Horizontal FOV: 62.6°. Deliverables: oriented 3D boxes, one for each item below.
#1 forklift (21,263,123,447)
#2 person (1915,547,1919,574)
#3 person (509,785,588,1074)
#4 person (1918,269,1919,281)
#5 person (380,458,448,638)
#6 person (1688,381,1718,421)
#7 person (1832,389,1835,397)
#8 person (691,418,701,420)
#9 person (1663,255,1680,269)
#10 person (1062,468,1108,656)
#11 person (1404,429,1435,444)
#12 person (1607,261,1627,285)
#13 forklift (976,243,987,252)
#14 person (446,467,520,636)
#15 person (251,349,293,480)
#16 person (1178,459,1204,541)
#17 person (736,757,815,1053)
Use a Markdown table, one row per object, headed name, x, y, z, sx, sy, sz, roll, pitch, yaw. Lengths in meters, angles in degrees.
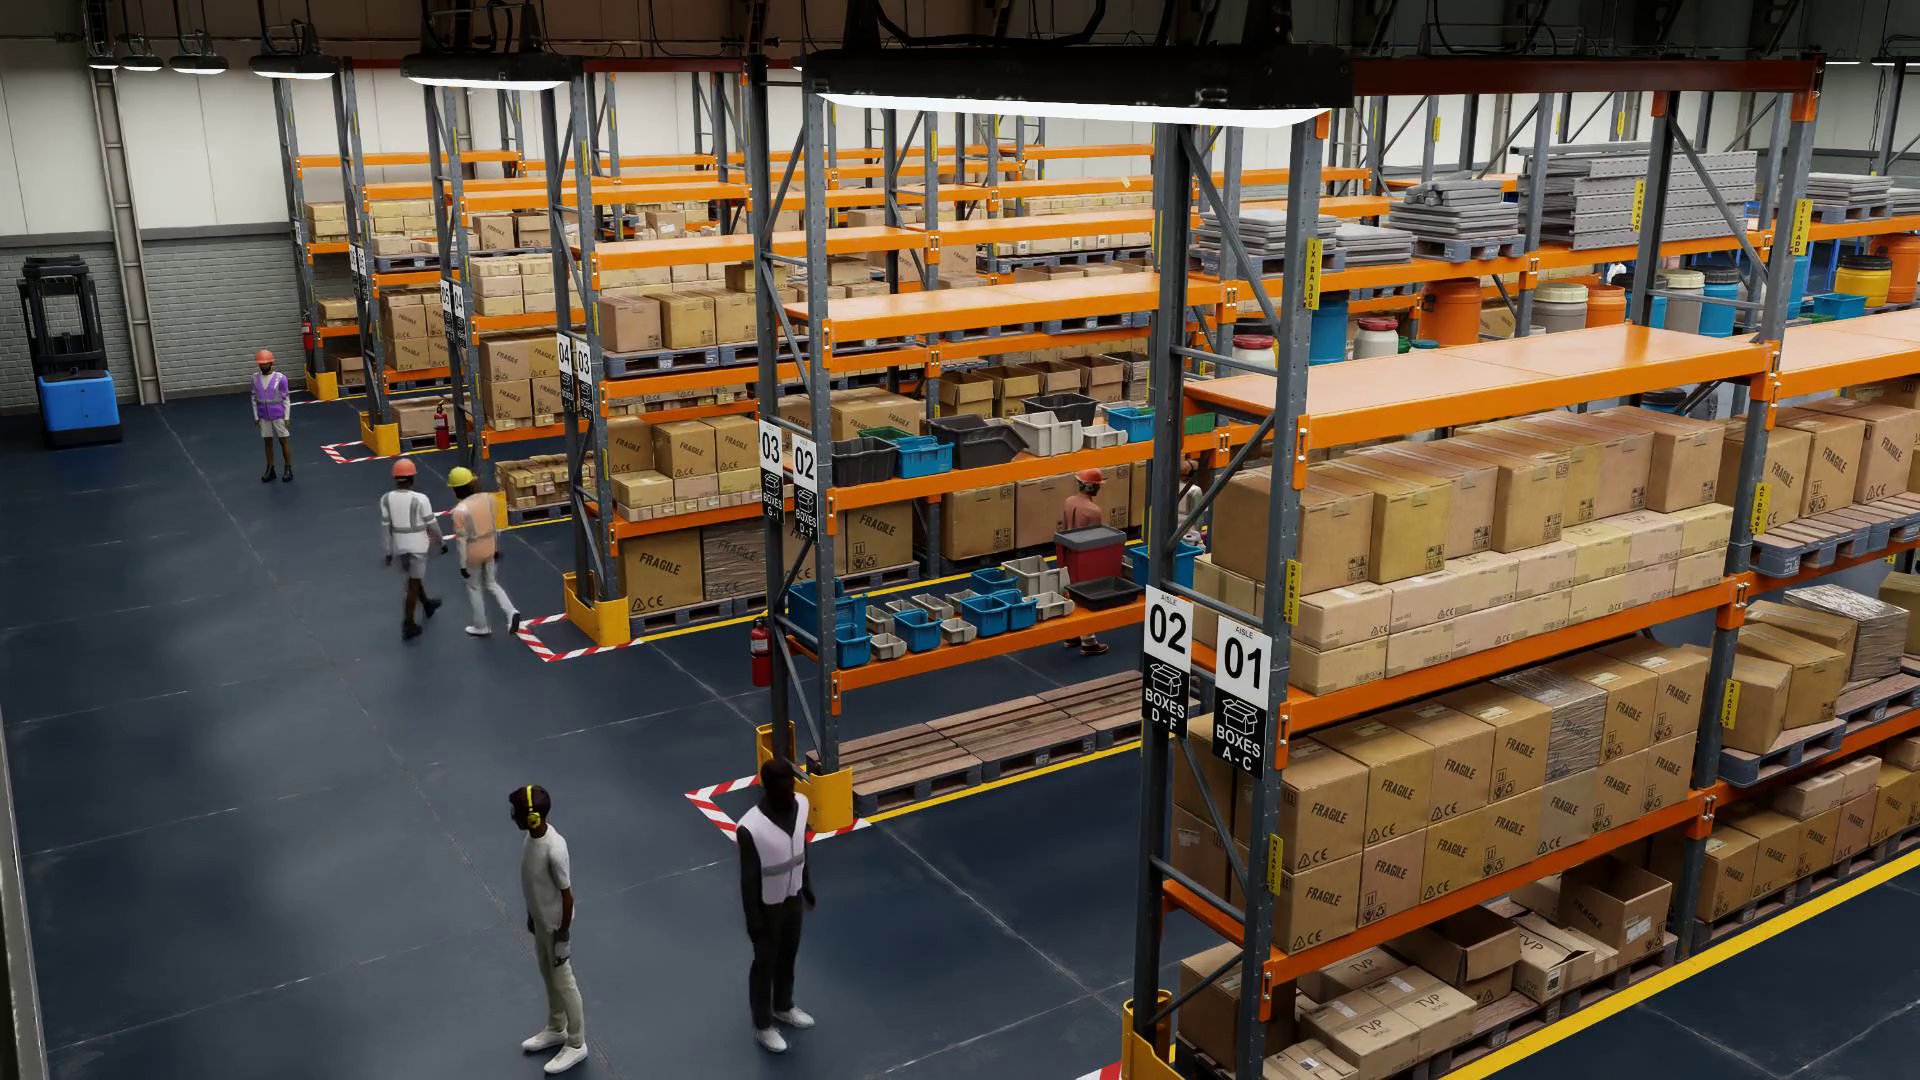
| name | x | y | z | sx | sy | sz | roll | pitch | yaw |
| --- | --- | --- | --- | --- | --- | --- | --- | --- | --- |
| forklift | -14.518 | -3.079 | 25.708 | 1.129 | 2.768 | 1.873 | -10 | 20 | -31 |
| person | 10.153 | 0.234 | 16.268 | 0.377 | 1.995 | 0.612 | -11 | 20 | -32 |
| person | -2.509 | 2.340 | 9.588 | 0.327 | 1.863 | 0.514 | -12 | 21 | -34 |
| person | 22.413 | -6.068 | 36.850 | 0.375 | 2.043 | 0.610 | 3 | 17 | 10 |
| person | -5.879 | 0.039 | 17.079 | 0.560 | 1.884 | 0.952 | 5 | 18 | 15 |
| person | 10.934 | -1.731 | 23.319 | 0.277 | 1.631 | 0.507 | -4 | 17 | -13 |
| person | 12.626 | -1.581 | 22.414 | 1.009 | 1.880 | 0.563 | -3 | 17 | -11 |
| person | -4.356 | -2.750 | 26.252 | 0.318 | 1.876 | 0.531 | -7 | 18 | -21 |
| person | 18.007 | -6.855 | 39.662 | 0.649 | 1.906 | 0.401 | 10 | 20 | 29 |
| person | 1.305 | 0.198 | 16.402 | 0.391 | 1.986 | 0.609 | -10 | 20 | -30 |
| person | 6.018 | -0.984 | 20.410 | 1.021 | 1.913 | 0.627 | -11 | 20 | -32 |
| person | 14.659 | -5.544 | 35.396 | 0.356 | 1.887 | 0.572 | -2 | 17 | -8 |
| forklift | 0.988 | -5.474 | 34.718 | 1.214 | 2.155 | 2.313 | -10 | 20 | -31 |
| person | -5.059 | 0.144 | 16.719 | 0.650 | 1.900 | 0.620 | 9 | 19 | 28 |
| person | -10.088 | -1.831 | 23.127 | 0.544 | 1.943 | 0.347 | 0 | 17 | -1 |
| person | 2.563 | -0.115 | 18.007 | 0.312 | 1.642 | 0.512 | -14 | 22 | -38 |
| person | -1.152 | 2.229 | 9.858 | 0.373 | 1.918 | 0.595 | 11 | 20 | 33 |
